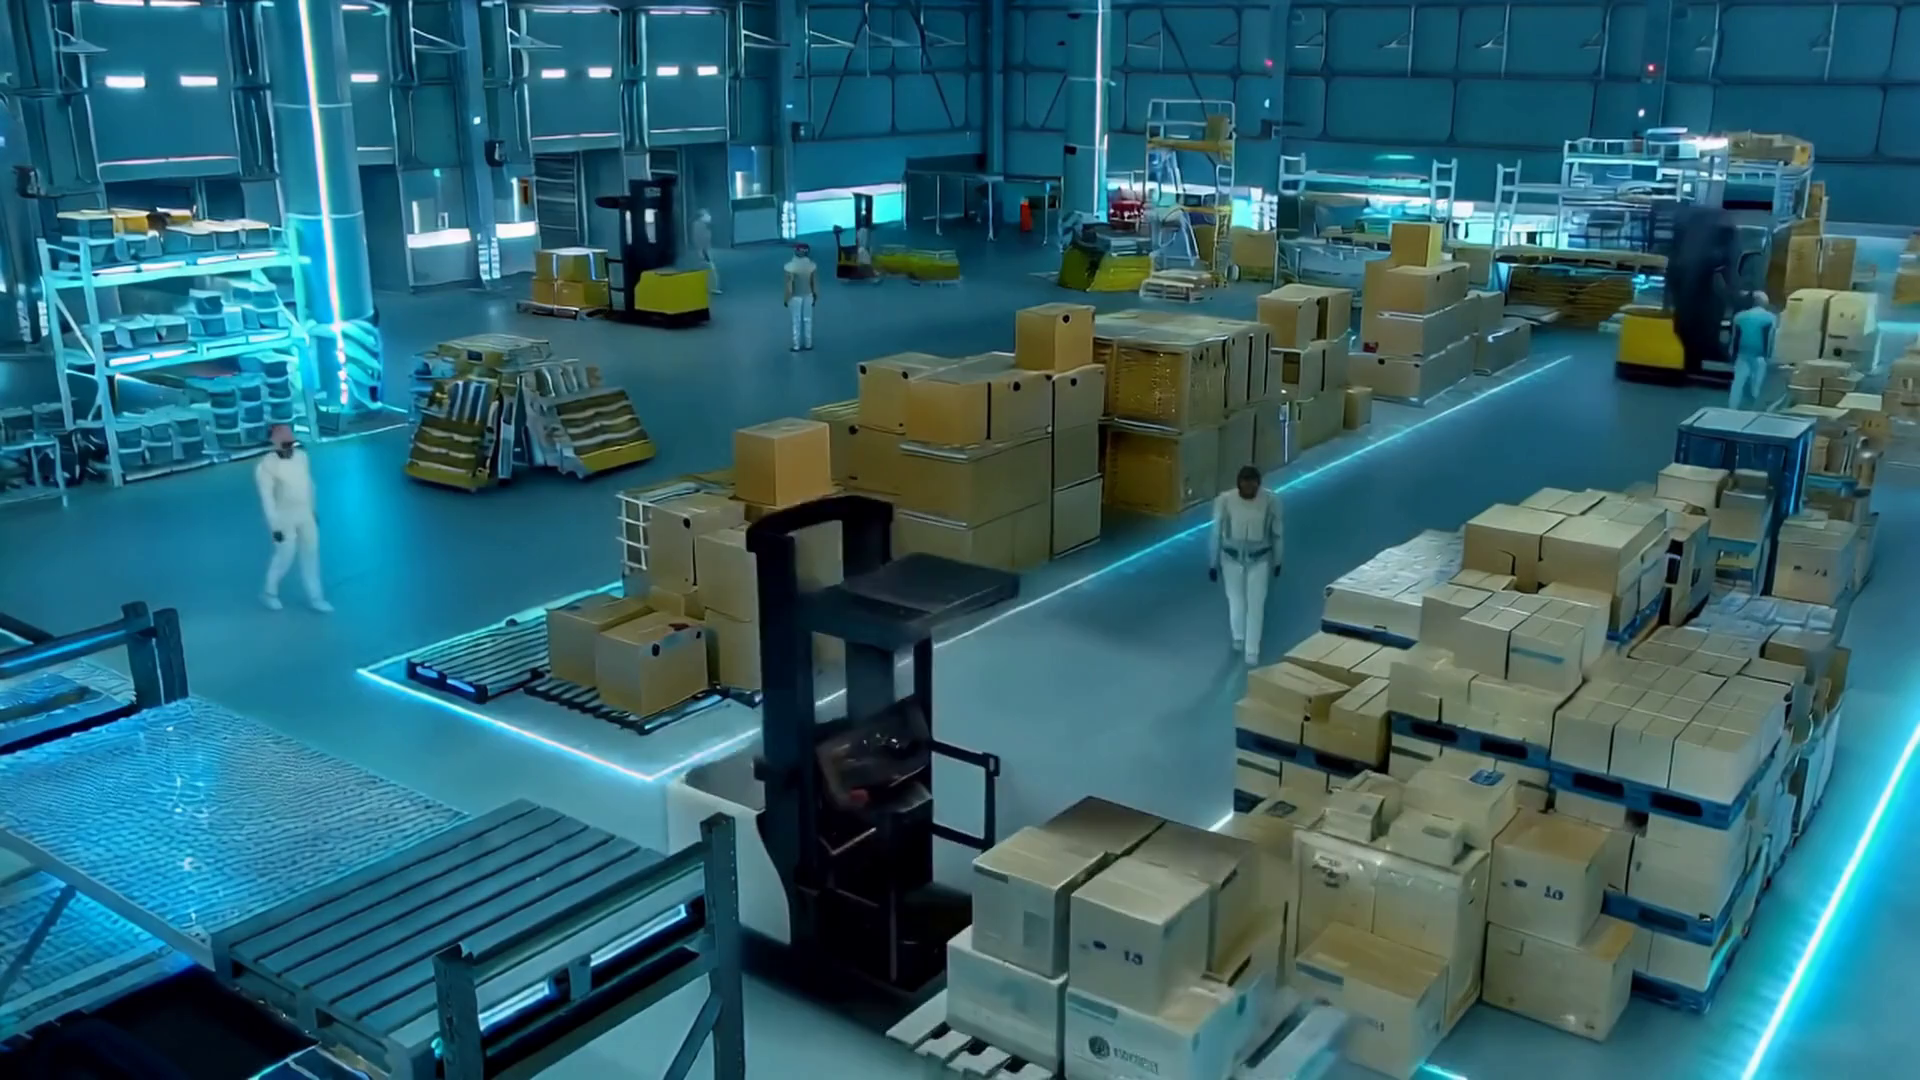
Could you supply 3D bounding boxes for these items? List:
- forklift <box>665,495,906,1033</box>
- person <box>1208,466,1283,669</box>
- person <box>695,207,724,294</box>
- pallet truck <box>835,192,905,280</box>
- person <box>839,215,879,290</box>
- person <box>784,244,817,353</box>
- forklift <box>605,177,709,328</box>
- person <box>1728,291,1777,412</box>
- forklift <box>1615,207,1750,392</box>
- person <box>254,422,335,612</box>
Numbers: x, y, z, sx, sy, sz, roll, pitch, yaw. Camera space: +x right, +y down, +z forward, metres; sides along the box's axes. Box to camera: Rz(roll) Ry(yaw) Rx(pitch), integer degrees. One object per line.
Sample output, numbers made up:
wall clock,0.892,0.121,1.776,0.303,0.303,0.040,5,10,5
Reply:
forklift,-0.795,1.177,9.878,1.873,2.768,1.129,12,21,35
person,2.529,0.235,14.836,0.647,1.799,0.927,4,17,14
person,-5.655,-6.331,36.417,0.810,1.899,0.591,-3,17,-11
pallet truck,-1.936,-7.159,38.982,1.885,1.965,0.823,-12,21,-34
person,-2.232,-6.399,37.051,0.914,1.636,0.545,-2,17,-8
person,-2.841,-4.310,29.669,0.636,1.931,0.377,-9,19,-28
forklift,-5.963,-5.667,32.540,1.873,2.768,1.129,12,21,35
person,11.605,-2.706,24.426,0.646,1.890,1.029,13,21,36
forklift,11.789,-3.931,26.792,1.873,2.768,1.129,12,21,35
person,-6.508,-0.207,16.135,0.601,1.950,0.632,9,19,26
